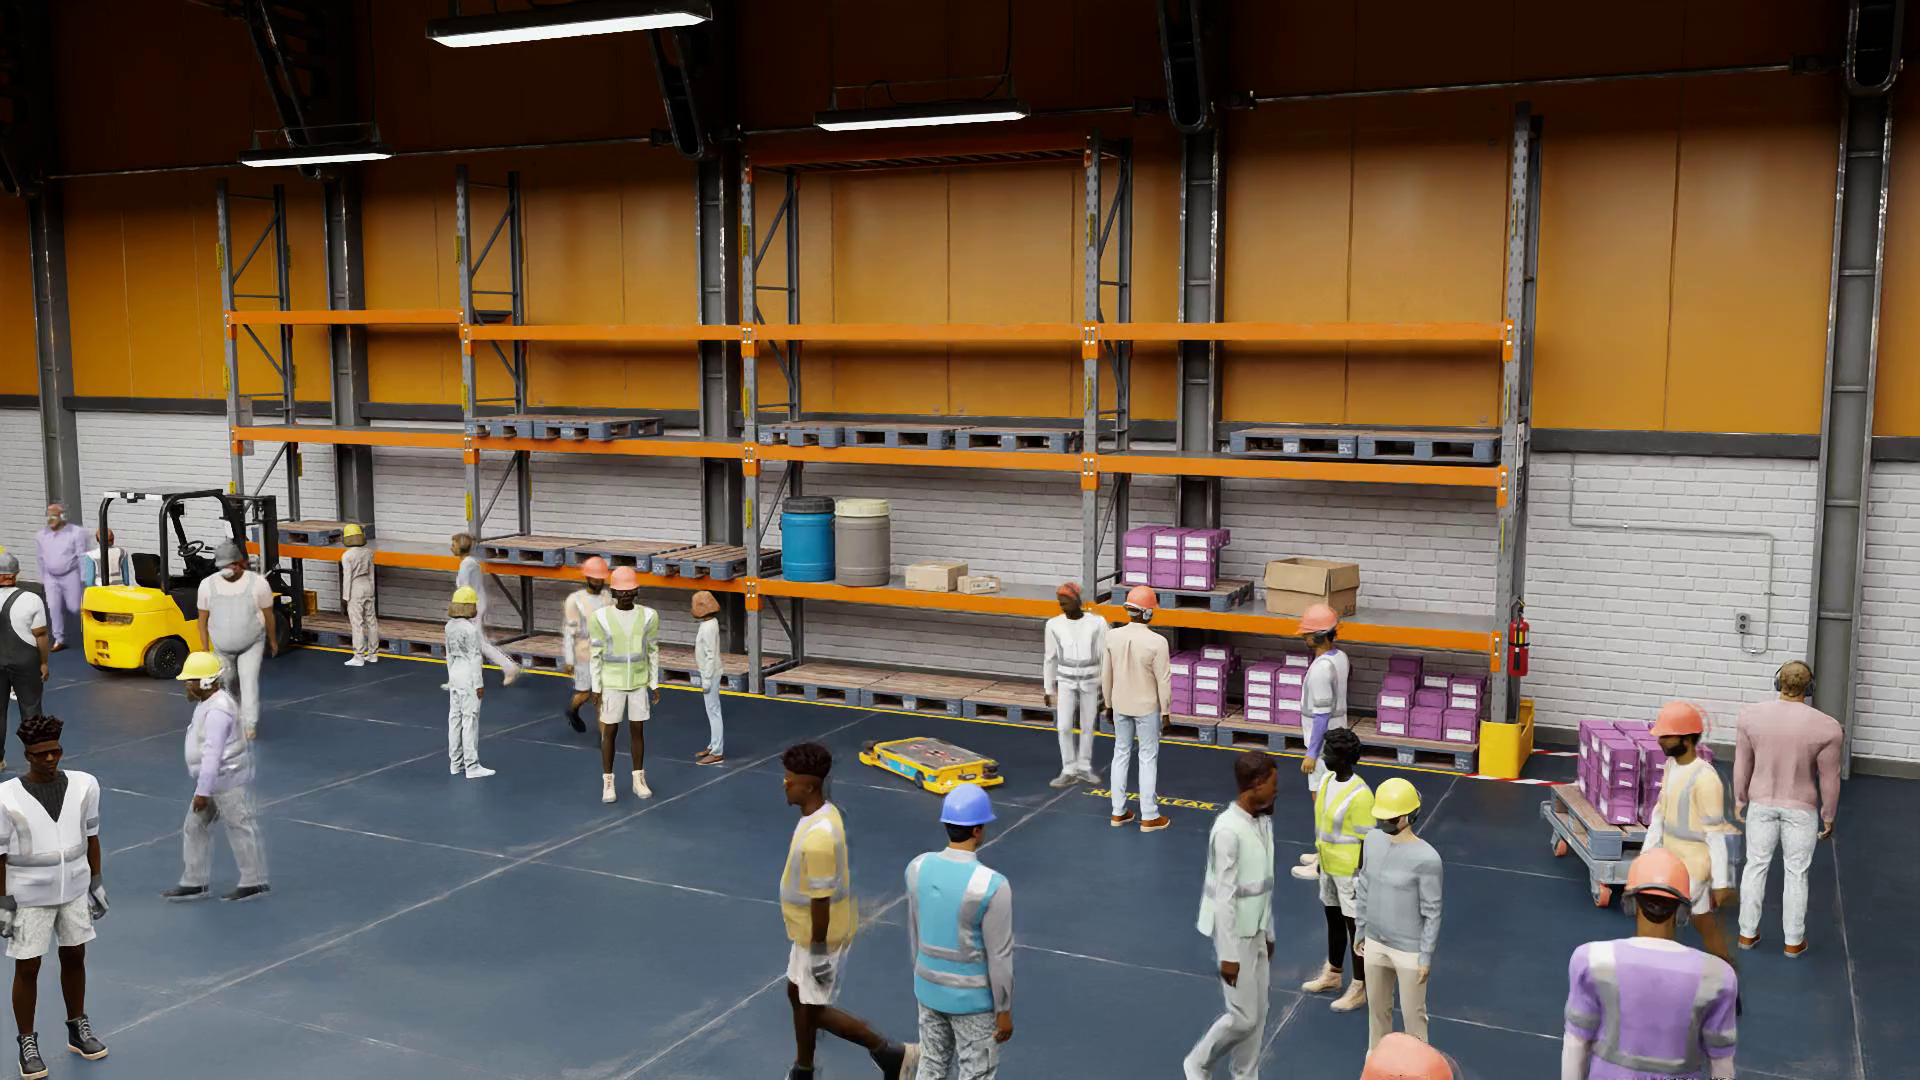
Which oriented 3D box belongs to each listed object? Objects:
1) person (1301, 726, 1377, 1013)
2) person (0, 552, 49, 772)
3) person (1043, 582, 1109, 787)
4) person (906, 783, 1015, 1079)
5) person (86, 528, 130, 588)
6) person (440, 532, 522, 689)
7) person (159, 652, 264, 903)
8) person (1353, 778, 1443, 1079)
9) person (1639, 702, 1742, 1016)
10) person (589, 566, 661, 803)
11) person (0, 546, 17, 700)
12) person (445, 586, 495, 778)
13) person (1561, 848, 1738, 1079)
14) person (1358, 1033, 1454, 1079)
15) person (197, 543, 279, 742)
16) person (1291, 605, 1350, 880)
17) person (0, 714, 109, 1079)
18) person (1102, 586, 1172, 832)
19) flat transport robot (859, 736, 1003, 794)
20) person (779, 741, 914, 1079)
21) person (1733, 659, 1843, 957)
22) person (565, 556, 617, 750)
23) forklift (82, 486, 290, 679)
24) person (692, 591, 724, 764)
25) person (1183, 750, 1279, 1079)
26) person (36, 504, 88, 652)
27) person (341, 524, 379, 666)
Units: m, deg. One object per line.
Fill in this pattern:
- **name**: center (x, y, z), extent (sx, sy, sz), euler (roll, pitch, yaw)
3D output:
- **person**: center (2.279, 1.943, 9.899), extent (0.322, 1.699, 0.536), euler (-2, 7, -18)
- **person**: center (-8.748, 1.117, 15.329), extent (0.682, 2.000, 0.537), euler (-2, 7, -17)
- **person**: center (1.060, 1.280, 14.796), extent (0.619, 1.855, 0.495), euler (1, 7, 6)
- **person**: center (0.015, 2.090, 7.716), extent (0.605, 1.938, 0.422), euler (6, 9, 42)
- **person**: center (-10.630, 0.657, 20.768), extent (0.307, 1.640, 0.518), euler (6, 9, 40)
- **person**: center (-5.447, 0.806, 18.853), extent (0.851, 1.816, 0.521), euler (-1, 7, -9)
- **person**: center (-5.299, 1.679, 11.633), extent (0.772, 1.799, 0.614), euler (-4, 8, -32)
- **person**: center (2.227, 2.077, 8.548), extent (0.319, 1.763, 0.522), euler (-5, 8, -34)
- **person**: center (4.146, 1.875, 9.718), extent (1.017, 1.876, 0.555), euler (0, 7, 4)
- **person**: center (-2.881, 1.233, 14.350), extent (0.605, 2.045, 0.380), euler (-3, 8, -24)
- **person**: center (-10.514, 0.912, 18.174), extent (0.337, 1.761, 0.526), euler (3, 8, 26)
- **person**: center (-4.488, 1.287, 15.153), extent (0.486, 1.742, 0.302), euler (6, 9, 42)
- **person**: center (2.654, 2.200, 6.485), extent (0.626, 2.022, 0.436), euler (2, 7, 13)
- **person**: center (1.359, 2.418, 4.657), extent (0.618, 2.022, 0.708), euler (-5, 8, -35)
- **person**: center (-7.256, 0.946, 16.736), extent (0.724, 2.000, 1.014), euler (-1, 7, -11)
- **person**: center (2.653, 1.488, 12.284), extent (0.392, 2.037, 0.605), euler (3, 8, 26)
- **person**: center (-4.962, 1.911, 9.068), extent (0.367, 1.966, 0.604), euler (5, 9, 37)
- **person**: center (1.450, 1.359, 13.514), extent (0.625, 1.992, 0.388), euler (5, 9, 37)
- **flat transport robot**: center (-0.280, 2.019, 15.126), extent (0.652, 0.197, 1.431), euler (-5, 8, -34)
- **person**: center (-0.654, 1.989, 8.556), extent (0.726, 1.949, 0.613), euler (0, 7, -4)
- **person**: center (5.332, 1.728, 10.757), extent (0.630, 1.934, 0.366), euler (5, 9, 36)
- **person**: center (-3.585, 1.083, 16.114), extent (0.562, 1.918, 0.707), euler (-5, 8, -35)
- **forklift**: center (-9.426, 0.454, 20.179), extent (1.214, 2.155, 2.313), euler (3, 8, 26)
- **person**: center (-2.363, 1.285, 15.612), extent (0.285, 1.632, 0.499), euler (-1, 7, -6)
- **person**: center (1.420, 2.023, 8.479), extent (0.557, 1.887, 0.681), euler (4, 8, 29)
- **person**: center (-11.475, 0.467, 21.317), extent (0.663, 1.887, 0.587), euler (0, 7, -3)
- **person**: center (-7.359, 0.664, 20.316), extent (0.311, 1.738, 0.483), euler (3, 8, 26)
